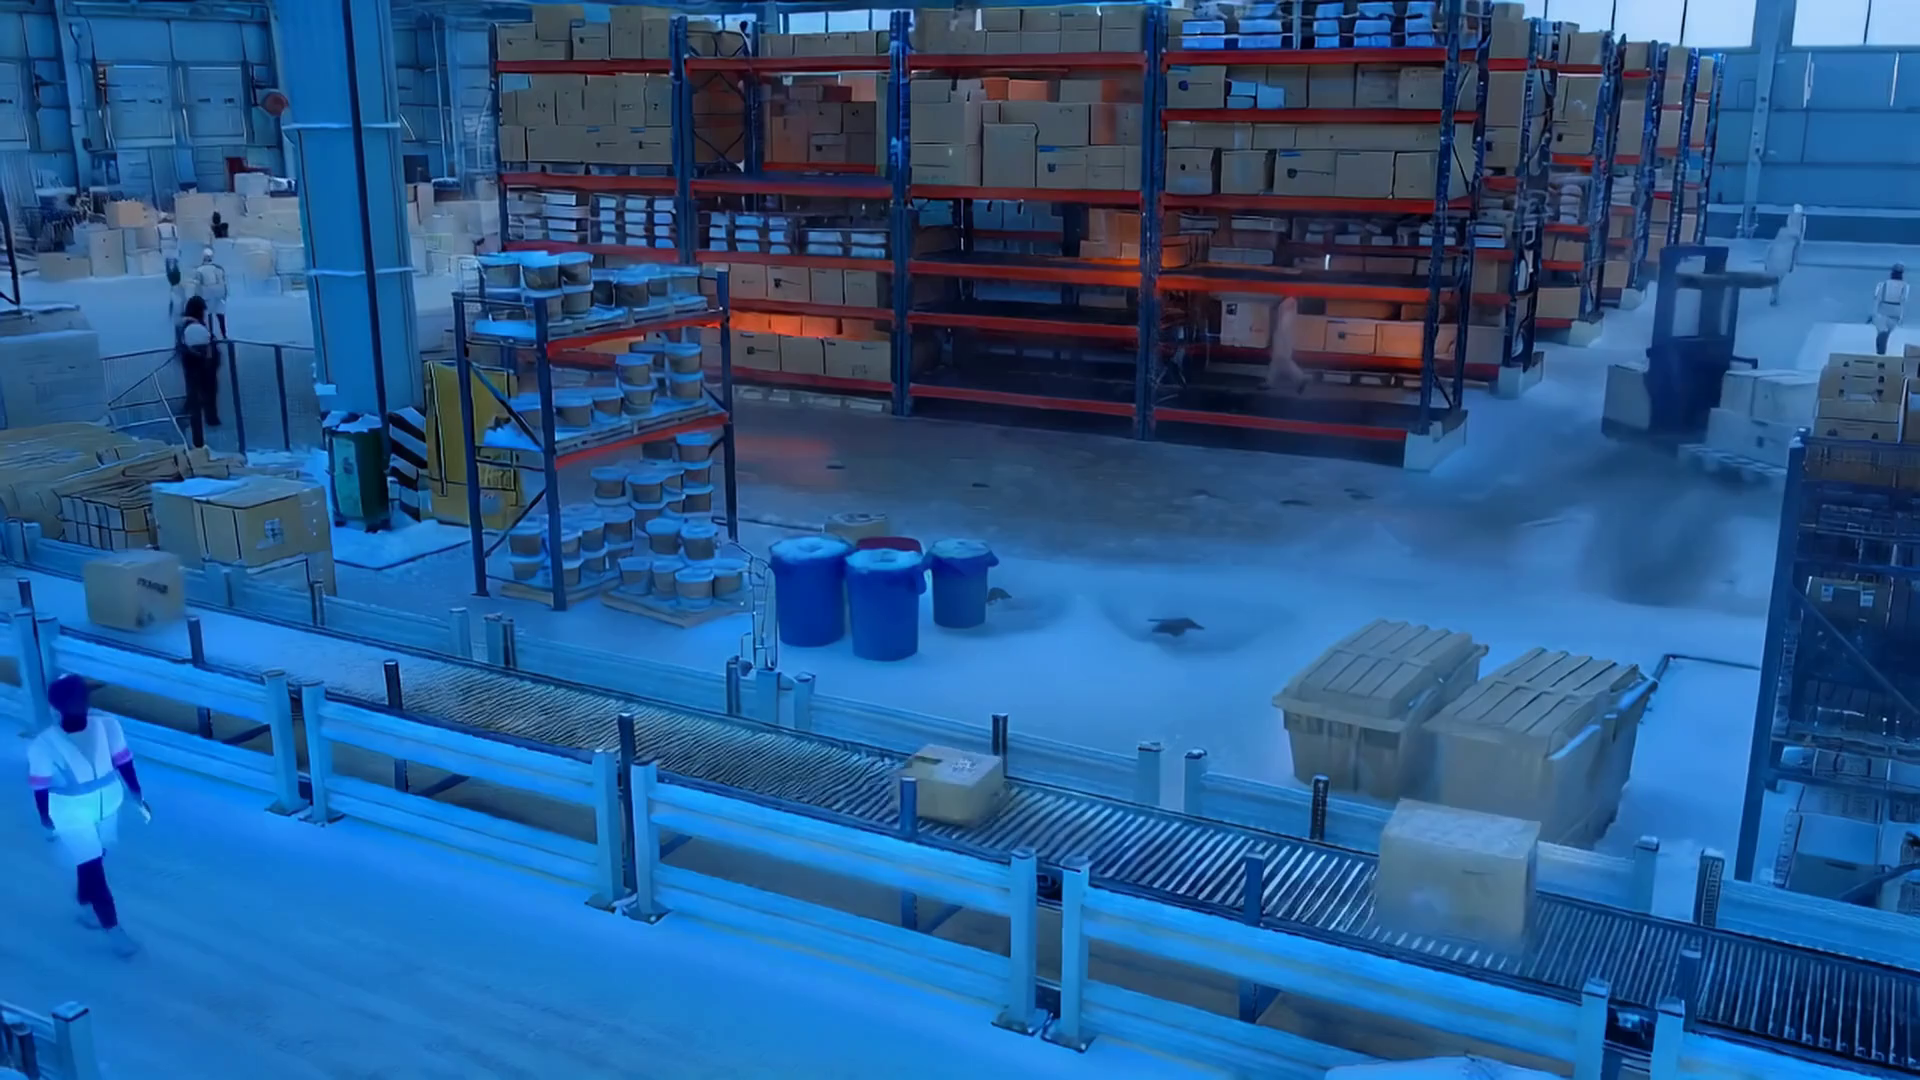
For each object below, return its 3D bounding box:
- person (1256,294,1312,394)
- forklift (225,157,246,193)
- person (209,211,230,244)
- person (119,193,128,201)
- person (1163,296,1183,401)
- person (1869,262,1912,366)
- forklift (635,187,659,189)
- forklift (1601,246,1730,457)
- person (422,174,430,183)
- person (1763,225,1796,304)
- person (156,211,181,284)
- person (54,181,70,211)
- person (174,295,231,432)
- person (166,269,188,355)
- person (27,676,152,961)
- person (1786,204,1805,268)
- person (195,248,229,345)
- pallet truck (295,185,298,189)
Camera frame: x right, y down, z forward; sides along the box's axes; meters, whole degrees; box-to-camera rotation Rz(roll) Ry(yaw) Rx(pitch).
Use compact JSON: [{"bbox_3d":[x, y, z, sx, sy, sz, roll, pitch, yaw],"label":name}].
[{"bbox_3d":[5.449,-3.372,27.710,0.892,1.879,0.651,6,16,21],"label":"person"},{"bbox_3d":[-24.841,-11.763,57.320,1.873,2.768,1.129,-13,20,-40],"label":"forklift"},{"bbox_3d":[-19.511,-7.712,43.936,0.393,1.919,0.590,7,16,24],"label":"person"},{"bbox_3d":[-26.637,-10.125,53.090,0.644,1.878,1.072,-8,17,-28],"label":"person"},{"bbox_3d":[3.458,-3.112,27.067,0.317,1.695,0.540,-3,15,-10],"label":"person"},{"bbox_3d":[17.105,-4.151,30.615,0.599,1.893,0.901,8,17,28],"label":"person"},{"bbox_3d":[-11.434,-12.668,60.724,1.129,2.768,1.873,-1,15,-3],"label":"forklift"},{"bbox_3d":[10.075,-2.688,23.206,1.129,2.768,1.873,-4,16,-16],"label":"forklift"},{"bbox_3d":[-21.147,-13.558,66.004,0.348,1.878,0.579,7,16,23],"label":"person"},{"bbox_3d":[19.534,-6.555,39.649,0.653,1.881,0.737,1,15,5],"label":"person"},{"bbox_3d":[-21.042,-7.788,44.268,0.569,1.888,0.957,-5,16,-17],"label":"person"},{"bbox_3d":[-31.889,-11.759,59.109,0.376,1.940,0.629,3,15,11],"label":"person"},{"bbox_3d":[-11.176,-2.590,24.443,0.668,2.000,0.700,-12,19,-39],"label":"person"},{"bbox_3d":[-14.919,-4.313,31.610,0.735,1.665,0.553,-1,15,-4],"label":"person"},{"bbox_3d":[-4.990,1.565,9.564,0.868,1.646,0.541,9,18,31],"label":"person"},{"bbox_3d":[24.317,-8.854,48.385,0.429,1.838,0.621,-4,15,-15],"label":"person"},{"bbox_3d":[-14.858,-4.836,33.084,0.551,1.936,0.356,-6,16,-21],"label":"person"},{"bbox_3d":[-26.804,-14.617,69.738,1.885,1.965,0.823,-14,20,-42],"label":"pallet truck"}]
